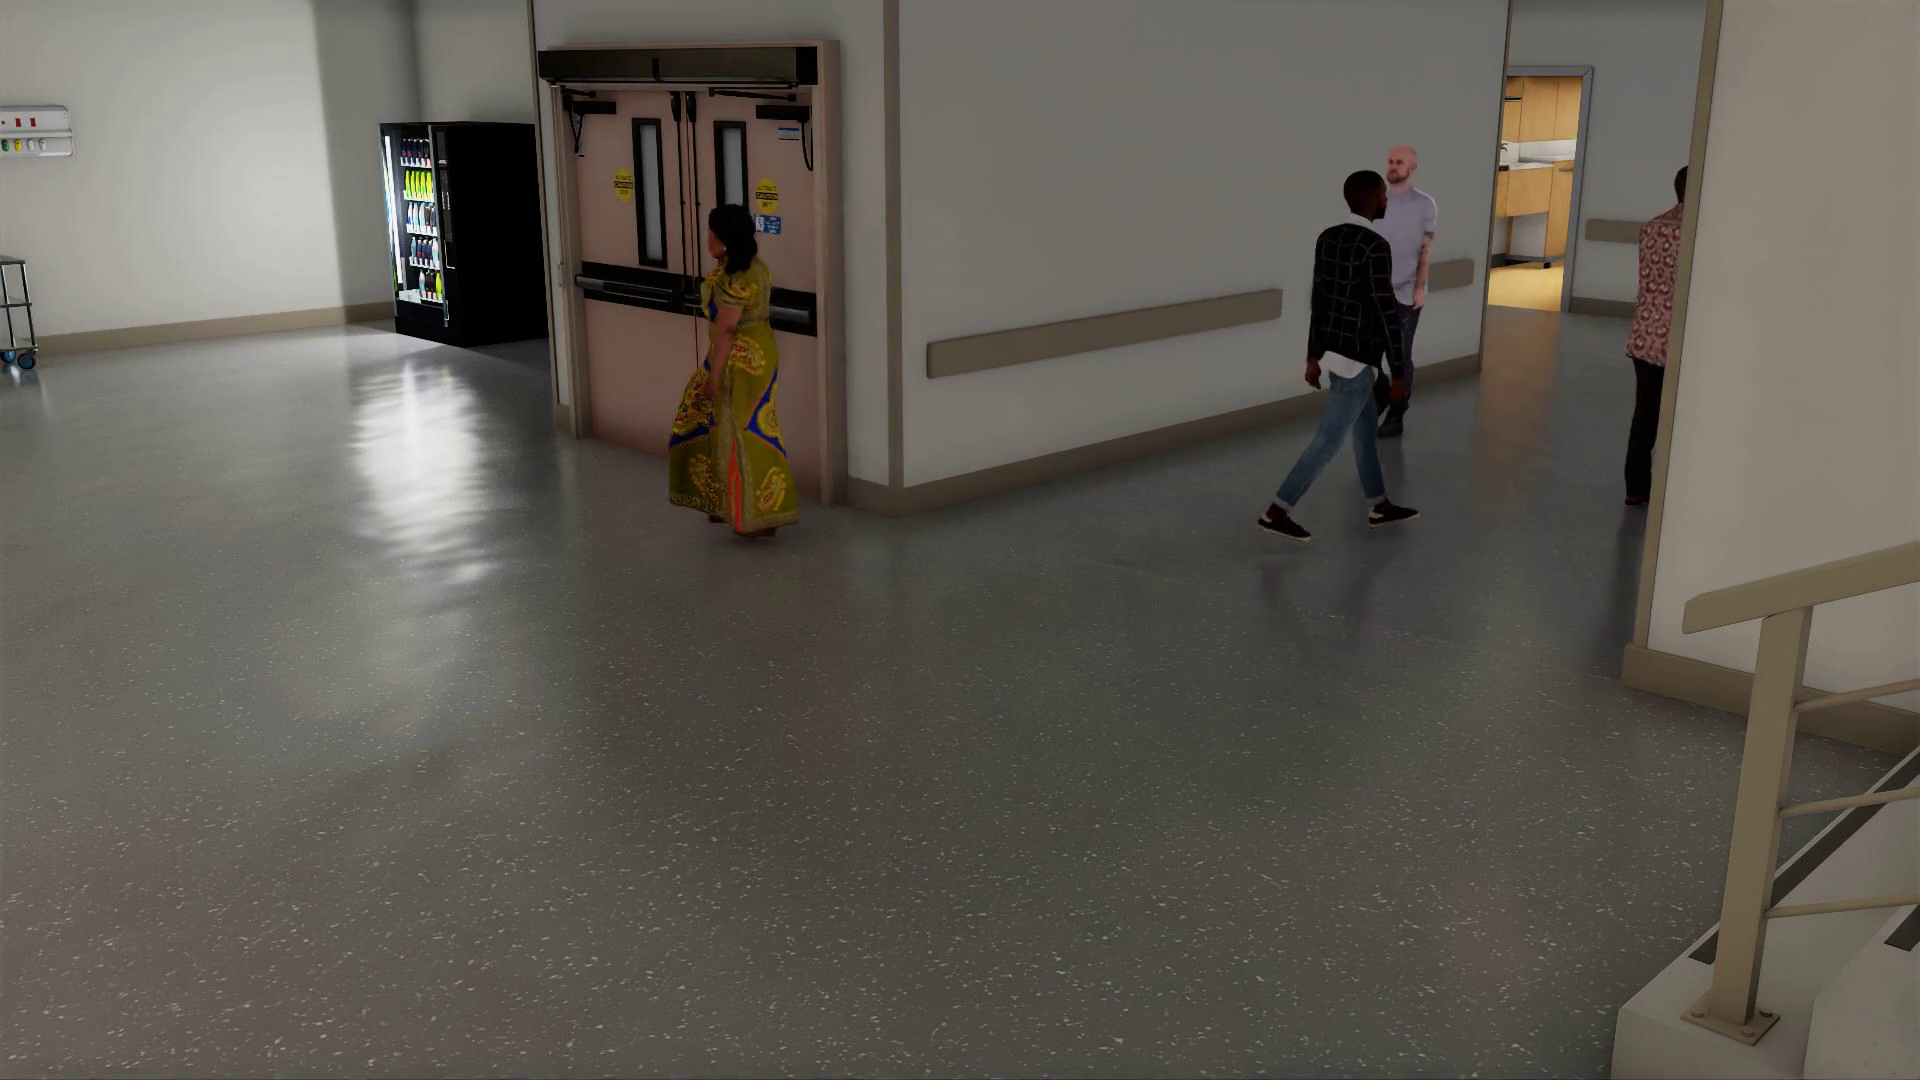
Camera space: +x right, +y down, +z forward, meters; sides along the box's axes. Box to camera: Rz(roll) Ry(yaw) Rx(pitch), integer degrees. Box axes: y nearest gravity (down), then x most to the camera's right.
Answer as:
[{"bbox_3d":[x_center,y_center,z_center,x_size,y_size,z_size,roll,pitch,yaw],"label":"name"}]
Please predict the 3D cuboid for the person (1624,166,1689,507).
[{"bbox_3d":[3.675,-1.041,8.715,0.806,1.797,0.641,-10,18,-31],"label":"person"}]

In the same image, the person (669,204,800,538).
[{"bbox_3d":[-0.986,-0.817,8.201,1.084,1.644,1.010,1,16,3],"label":"person"}]

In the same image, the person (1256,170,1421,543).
[{"bbox_3d":[1.795,-0.833,8.017,1.087,1.775,1.260,-6,17,-21],"label":"person"}]

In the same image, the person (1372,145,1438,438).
[{"bbox_3d":[2.817,-1.586,10.599,0.637,1.822,0.716,14,21,41],"label":"person"}]
